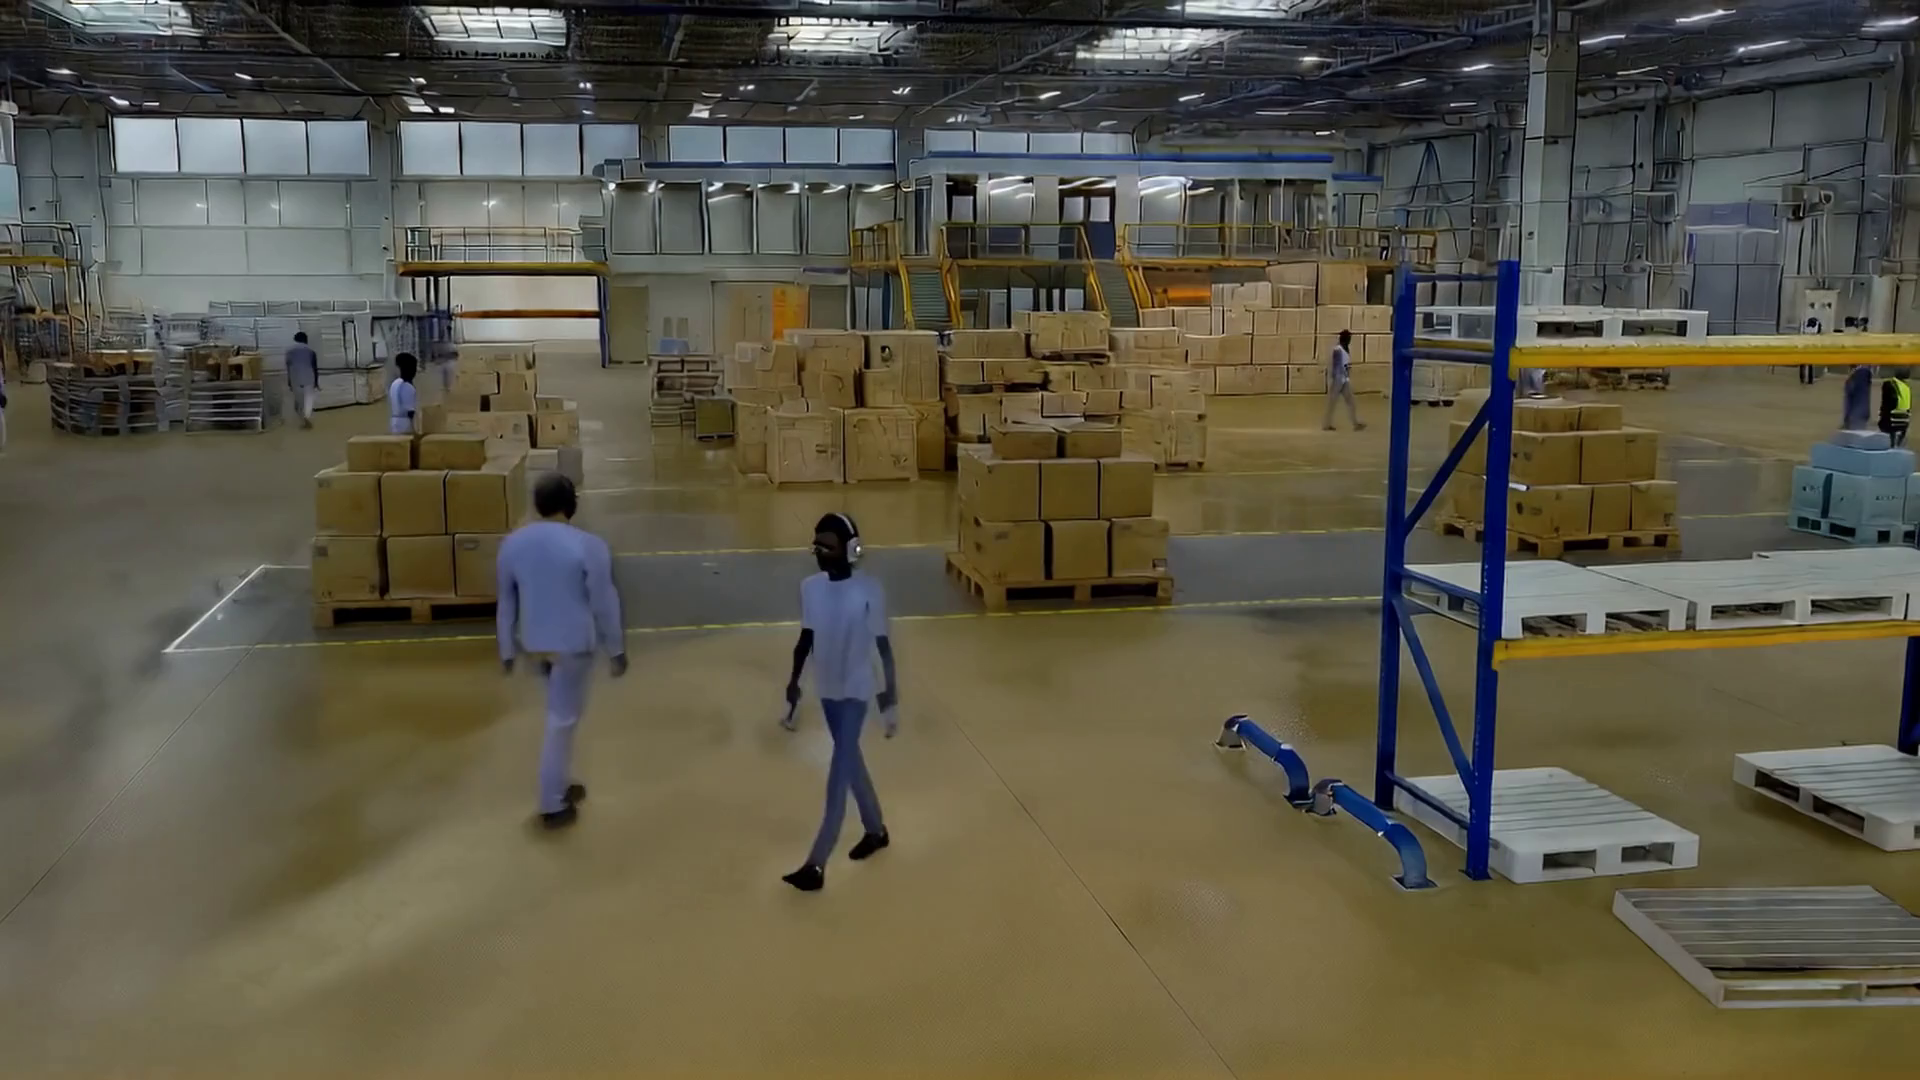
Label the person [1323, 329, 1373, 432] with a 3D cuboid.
[{"bbox_3d":[7.062,-2.884,30.259,0.953,1.878,0.599,7,11,35],"label":"person"}]

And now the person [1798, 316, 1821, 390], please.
[{"bbox_3d":[20.909,-4.617,40.986,0.516,1.826,0.730,5,11,28],"label":"person"}]

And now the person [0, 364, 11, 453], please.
[{"bbox_3d":[-15.611,-2.342,26.728,0.618,1.948,0.671,6,11,31],"label":"person"}]

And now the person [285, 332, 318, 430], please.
[{"bbox_3d":[-12.131,-2.926,30.695,0.586,1.814,0.457,0,9,-3],"label":"person"}]

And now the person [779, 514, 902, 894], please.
[{"bbox_3d":[-0.605,0.777,8.139,0.554,1.810,0.994,6,11,34],"label":"person"}]

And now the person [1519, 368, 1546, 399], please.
[{"bbox_3d":[8.649,-2.076,25.156,0.471,1.929,0.636,9,13,43],"label":"person"}]

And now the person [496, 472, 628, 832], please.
[{"bbox_3d":[-2.109,0.577,9.021,0.651,1.915,0.719,4,10,20],"label":"person"}]

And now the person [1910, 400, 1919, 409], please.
[{"bbox_3d":[20.274,-3.579,34.722,0.628,1.807,0.894,-9,13,-43],"label":"person"}]

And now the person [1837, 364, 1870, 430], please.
[{"bbox_3d":[11.973,-1.584,22.191,0.535,1.921,0.651,6,11,34],"label":"person"}]

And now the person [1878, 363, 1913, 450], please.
[{"bbox_3d":[11.982,-1.422,21.340,0.597,1.882,0.366,-8,12,-40],"label":"person"}]

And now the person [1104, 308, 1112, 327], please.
[{"bbox_3d":[3.853,-5.079,43.448,0.545,1.938,0.361,8,12,40],"label":"person"}]

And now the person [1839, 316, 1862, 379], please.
[{"bbox_3d":[21.430,-4.476,40.147,0.538,1.809,0.997,2,10,15],"label":"person"}]

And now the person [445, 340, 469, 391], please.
[{"bbox_3d":[-7.779,-2.180,25.999,0.990,1.860,0.595,-6,11,-34],"label":"person"}]

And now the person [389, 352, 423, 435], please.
[{"bbox_3d":[-6.808,-1.331,20.515,0.367,1.966,0.607,-8,12,-39],"label":"person"}]

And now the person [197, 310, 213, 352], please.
[{"bbox_3d":[-22.457,-5.965,49.441,0.308,1.743,0.493,4,10,25],"label":"person"}]
